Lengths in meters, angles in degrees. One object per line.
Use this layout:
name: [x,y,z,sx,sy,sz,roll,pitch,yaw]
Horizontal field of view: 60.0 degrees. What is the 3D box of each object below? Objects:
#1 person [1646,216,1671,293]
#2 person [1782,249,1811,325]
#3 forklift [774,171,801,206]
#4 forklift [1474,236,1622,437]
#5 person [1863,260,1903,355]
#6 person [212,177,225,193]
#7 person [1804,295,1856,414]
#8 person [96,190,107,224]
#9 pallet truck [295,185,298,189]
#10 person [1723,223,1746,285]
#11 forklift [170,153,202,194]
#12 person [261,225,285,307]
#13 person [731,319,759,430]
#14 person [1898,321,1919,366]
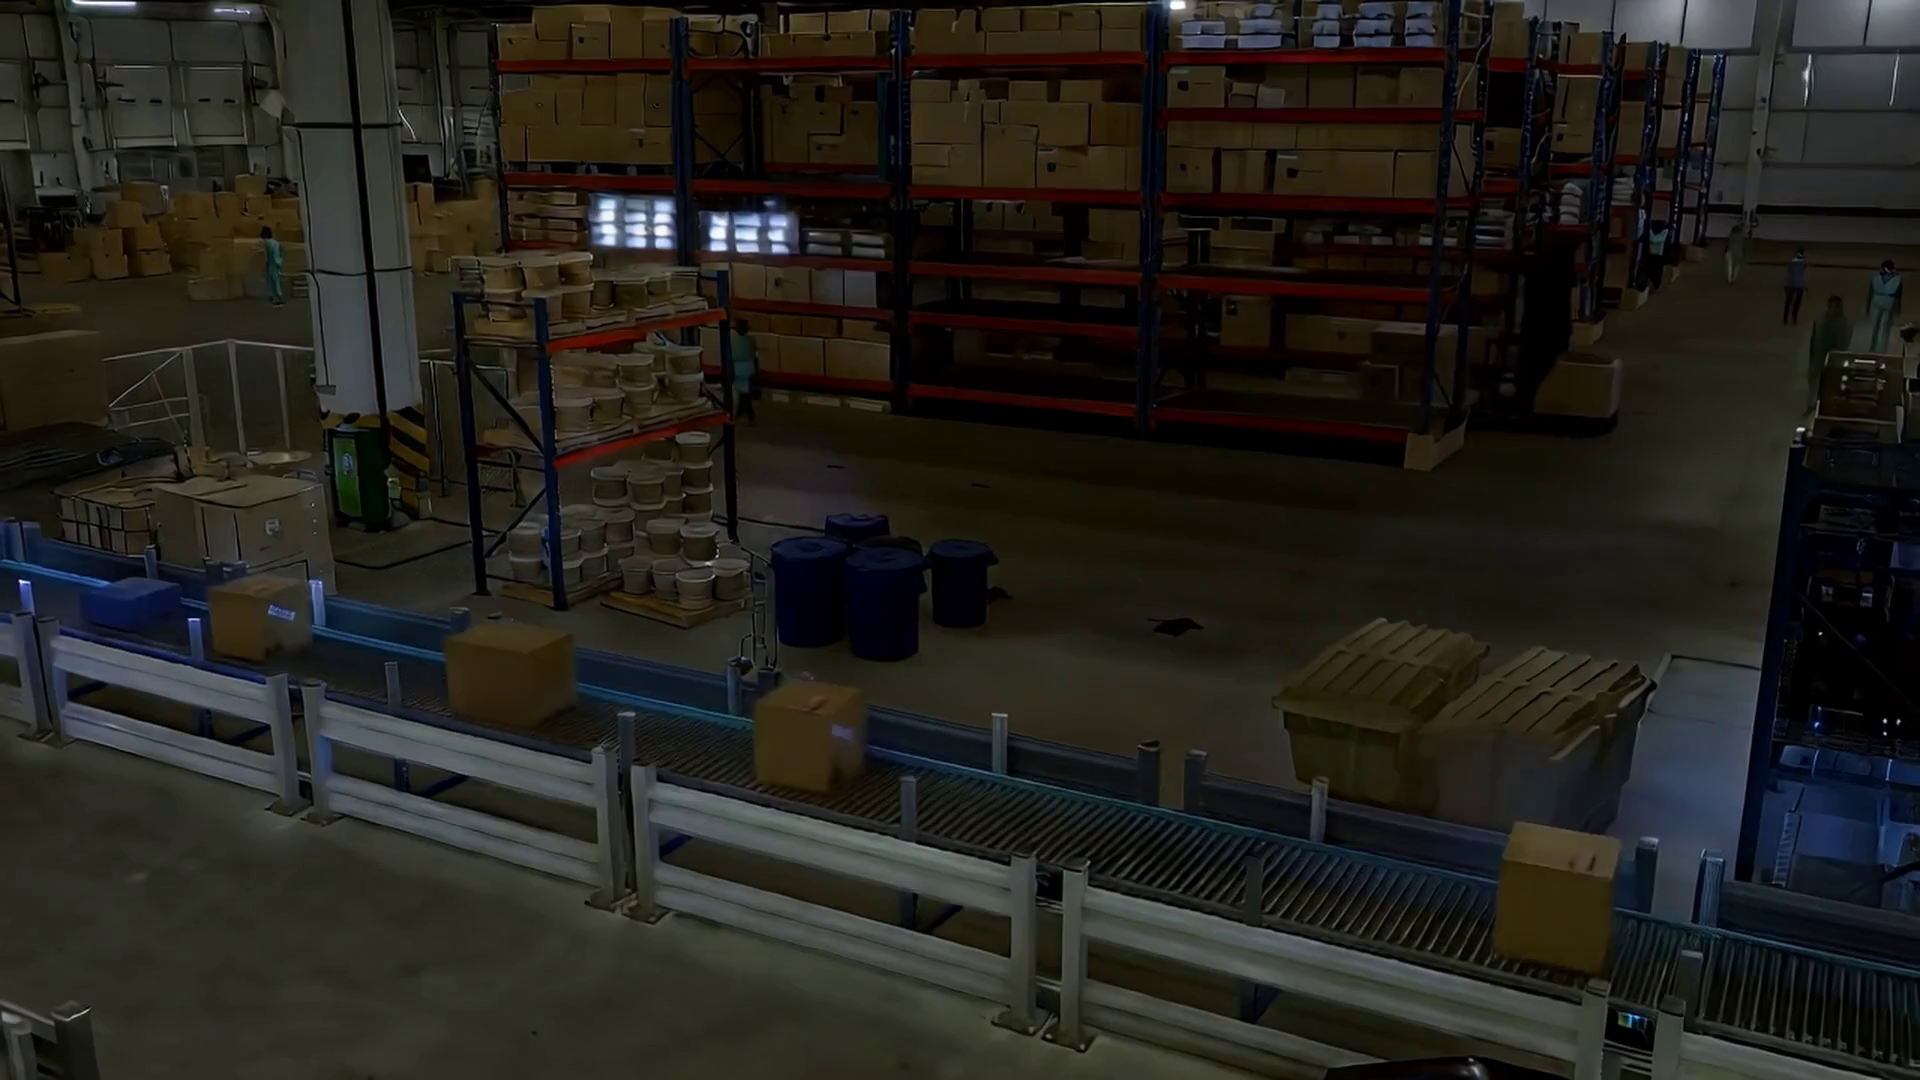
person: [17.650,-7.222,42.092,0.398,1.920,0.588,-12,19,-37]
person: [18.197,-5.506,36.185,0.507,1.631,0.276,4,15,13]
forklift: [-5.539,-10.782,53.632,1.129,2.768,1.873,8,17,27]
forklift: [8.774,-3.043,24.540,1.873,2.768,1.129,8,17,28]
person: [17.599,-4.418,31.696,0.373,1.840,0.570,-11,19,-36]
person: [-31.194,-14.475,69.984,0.536,1.593,0.856,-7,16,-24]
person: [13.373,-2.824,25.623,0.436,1.892,0.646,-12,19,-37]
person: [-29.953,-11.349,58.038,0.921,1.692,0.499,-1,15,-2]
pallet truck: [-26.804,-14.617,69.738,1.885,1.965,0.823,-14,20,-42]
person: [20.437,-7.558,43.943,0.520,1.600,0.755,8,17,27]
forklift: [-28.889,-13.072,62.240,1.873,2.768,1.129,8,17,28]
person: [-16.259,-6.486,39.349,0.396,1.910,0.589,-3,15,-12]
person: [-3.273,-2.490,24.760,0.707,1.664,0.551,8,17,29]
person: [13.507,-2.285,23.889,0.540,1.717,0.900,-11,18,-35]
